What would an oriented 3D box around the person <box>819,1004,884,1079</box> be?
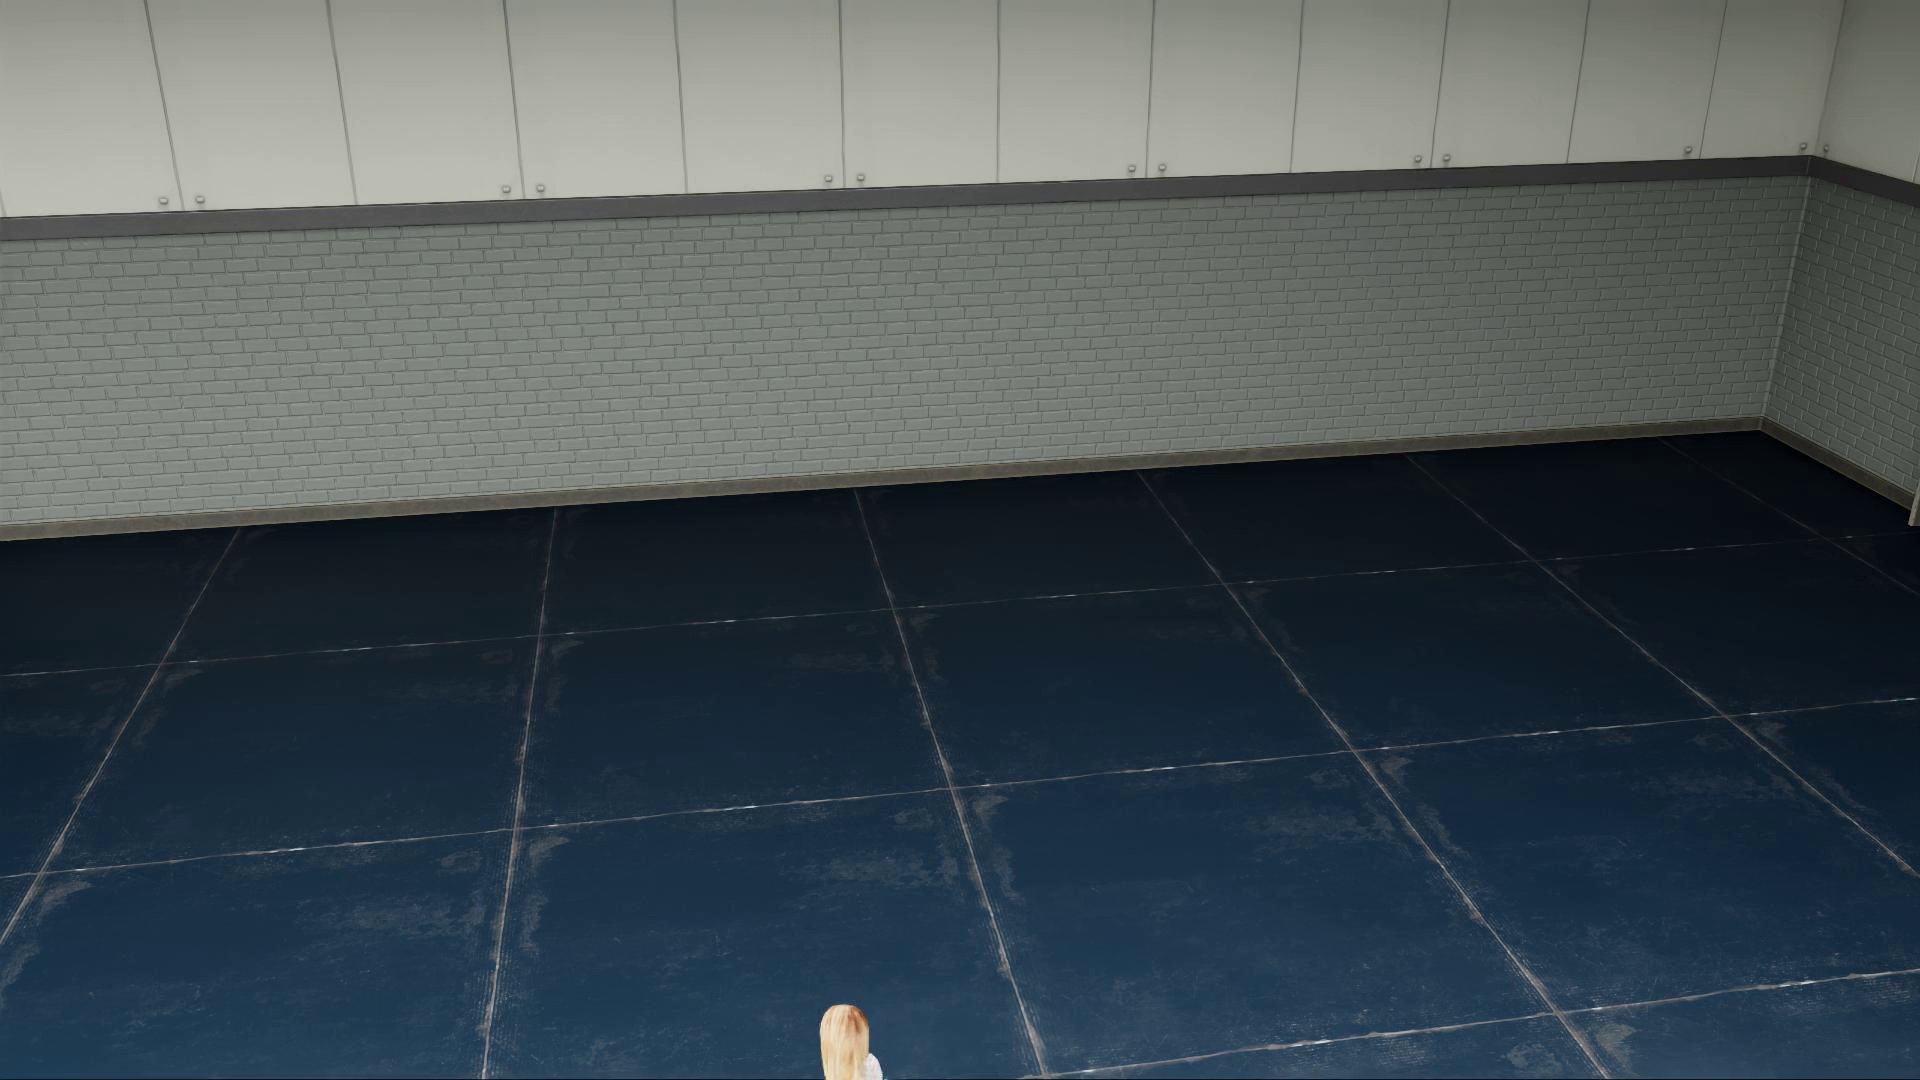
[{"bbox_3d":[-0.384,2.757,7.065,0.773,1.812,0.666,1,23,3],"label":"person"}]
